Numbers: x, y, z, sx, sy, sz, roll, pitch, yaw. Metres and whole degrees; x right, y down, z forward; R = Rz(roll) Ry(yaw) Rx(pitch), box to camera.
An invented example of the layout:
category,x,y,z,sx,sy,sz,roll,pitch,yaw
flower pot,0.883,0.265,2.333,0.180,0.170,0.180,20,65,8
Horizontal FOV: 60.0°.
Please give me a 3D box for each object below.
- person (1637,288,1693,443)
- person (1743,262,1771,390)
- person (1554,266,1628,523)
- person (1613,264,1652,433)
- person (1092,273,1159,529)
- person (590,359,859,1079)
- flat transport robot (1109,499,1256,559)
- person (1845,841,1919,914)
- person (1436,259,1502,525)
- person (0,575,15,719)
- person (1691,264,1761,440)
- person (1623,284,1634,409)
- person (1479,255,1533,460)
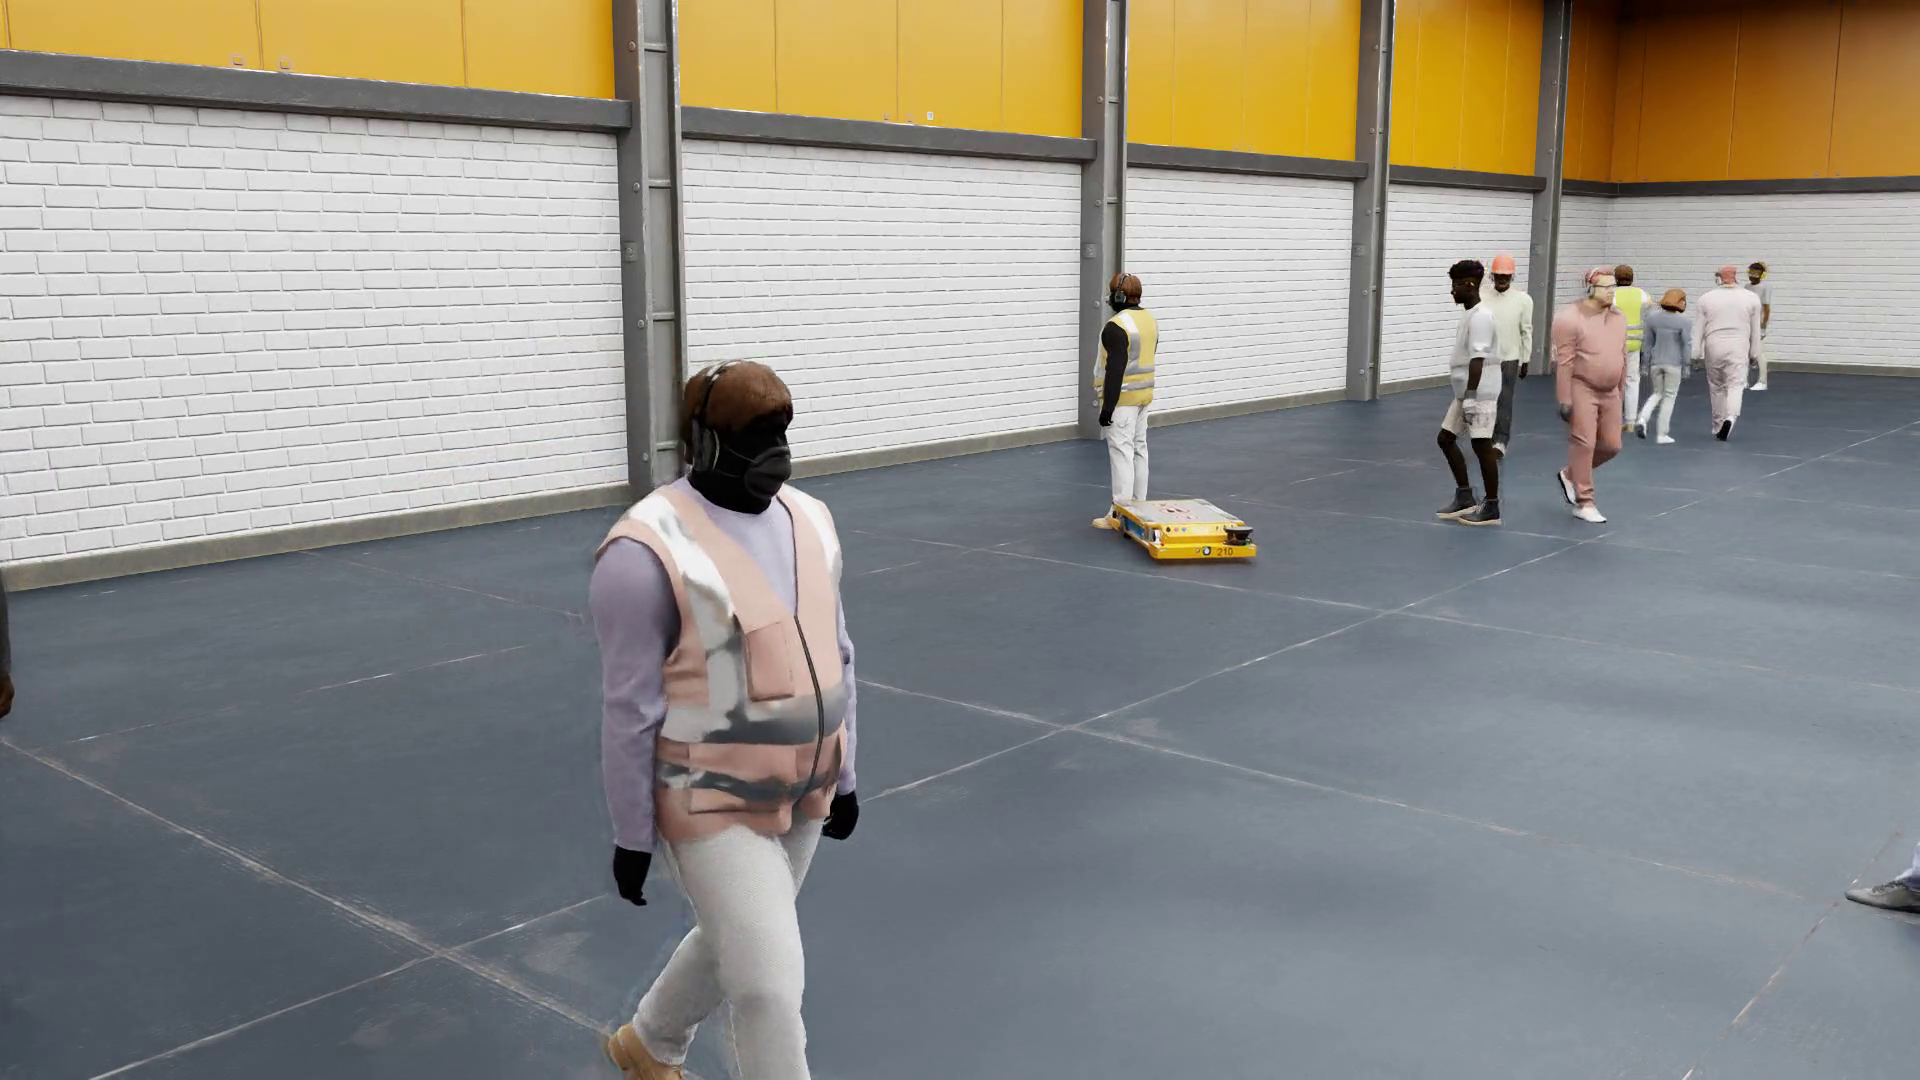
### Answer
category,x,y,z,sx,sy,sz,roll,pitch,yaw
person,7.304,-1.795,17.207,0.399,1.619,0.495,-7,12,-33
person,11.276,-3.020,23.575,0.702,1.827,0.533,-4,11,-24
person,4.697,-1.094,12.440,0.652,1.889,0.601,-4,11,-20
person,7.229,-2.090,18.248,0.619,1.845,0.430,-1,10,-3
person,1.179,-0.996,12.024,0.429,1.844,0.624,6,12,31
person,-0.498,0.515,3.520,0.901,1.812,0.633,7,12,36
flat transport robot,1.491,-0.094,11.354,0.652,0.197,1.431,-1,10,-7
person,3.128,0.302,4.895,0.718,1.747,0.532,6,12,33
person,3.732,-1.073,12.173,0.601,1.930,0.762,2,10,10
person,-2.835,0.329,4.319,0.626,1.893,0.558,-8,12,-37
person,8.129,-1.991,17.664,0.673,1.864,0.880,4,11,24
person,8.210,-2.405,20.670,0.518,1.624,0.381,3,10,16
person,5.128,-1.741,15.959,0.618,1.951,0.980,5,11,27
